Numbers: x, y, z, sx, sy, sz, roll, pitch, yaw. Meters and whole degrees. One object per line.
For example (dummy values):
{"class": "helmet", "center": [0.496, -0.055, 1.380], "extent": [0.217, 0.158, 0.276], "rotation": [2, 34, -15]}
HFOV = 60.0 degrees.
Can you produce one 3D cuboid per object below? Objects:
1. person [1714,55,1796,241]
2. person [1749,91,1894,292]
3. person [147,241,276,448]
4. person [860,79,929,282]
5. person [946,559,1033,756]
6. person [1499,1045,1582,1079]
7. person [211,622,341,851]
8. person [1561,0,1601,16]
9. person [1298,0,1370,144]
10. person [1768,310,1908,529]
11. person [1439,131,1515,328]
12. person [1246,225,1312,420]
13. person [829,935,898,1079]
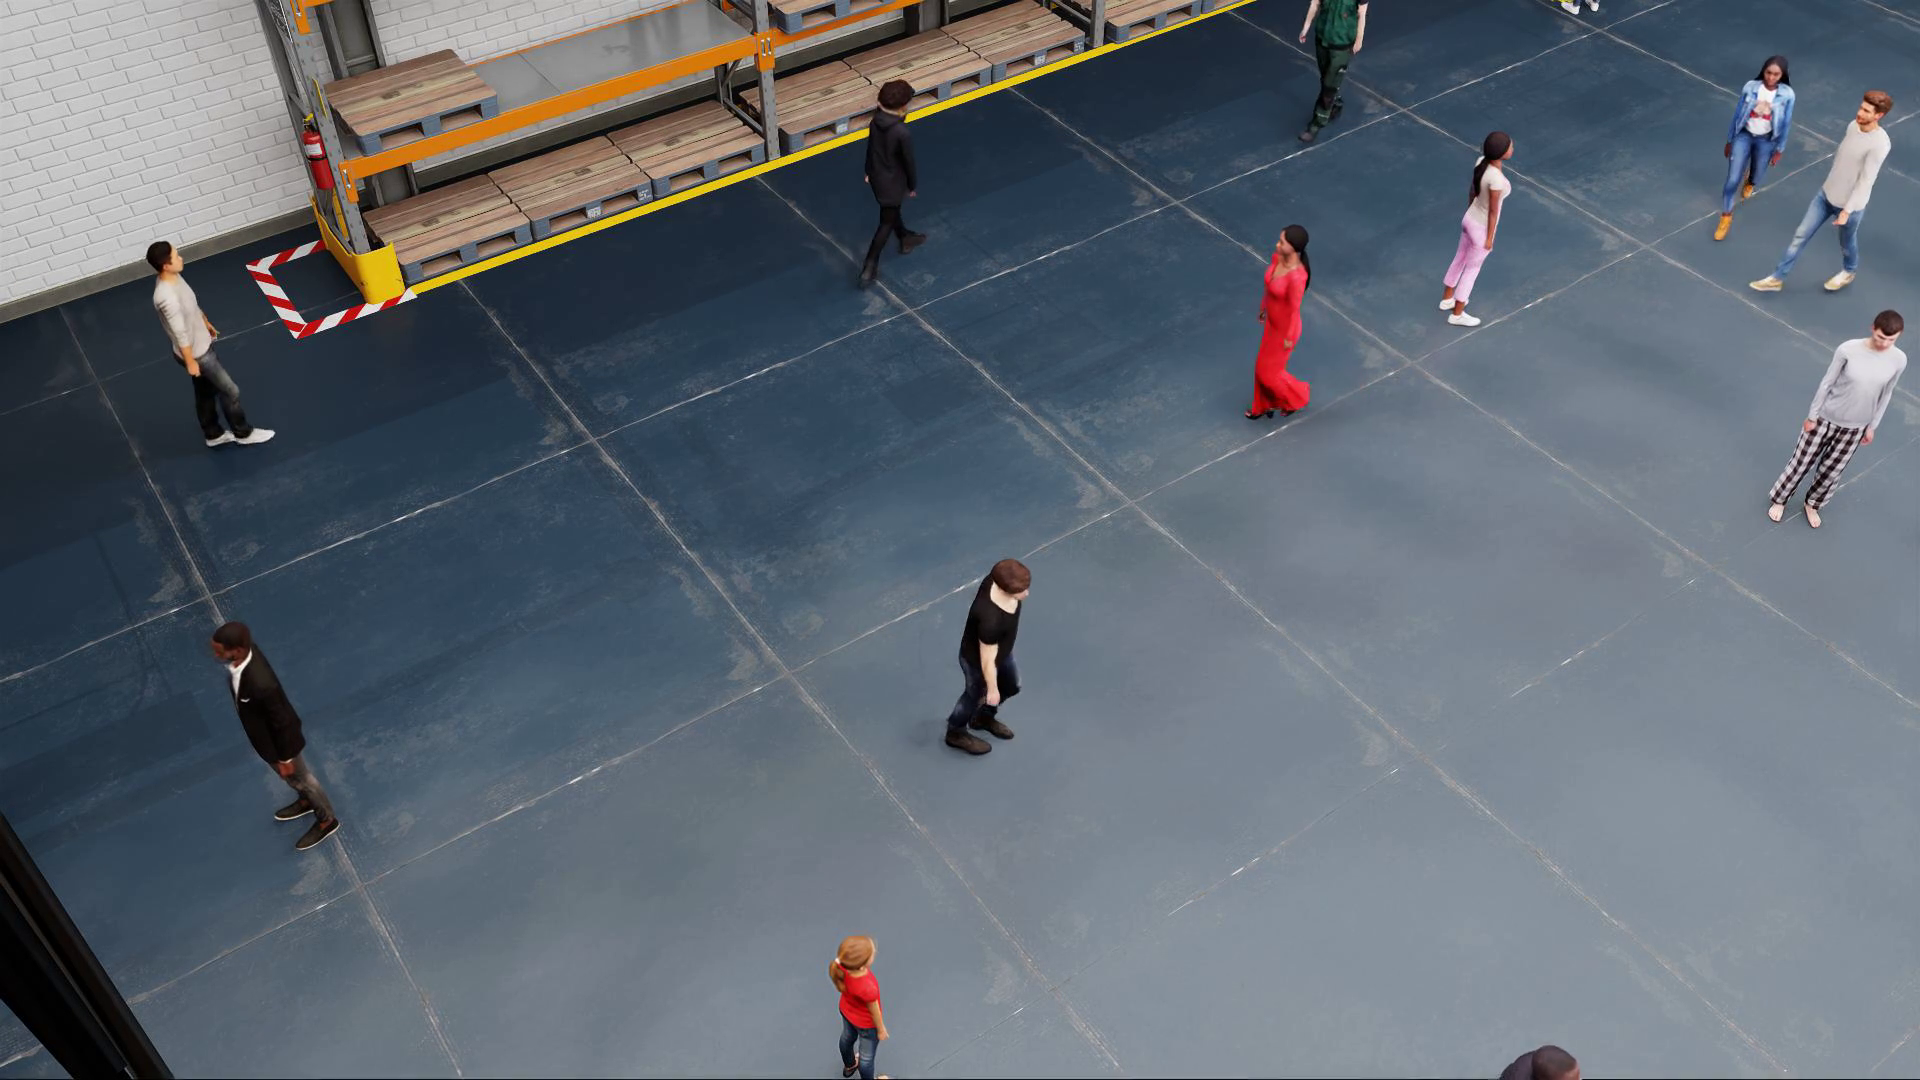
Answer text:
{"class": "person", "center": [7.031, -3.518, 14.708], "extent": [0.914, 1.691, 1.133], "rotation": [20, 47, 19]}
{"class": "person", "center": [7.452, -2.849, 13.883], "extent": [1.277, 1.860, 0.932], "rotation": [-11, 45, -11]}
{"class": "person", "center": [-5.803, -1.414, 12.417], "extent": [0.822, 1.805, 0.777], "rotation": [-15, 46, -15]}
{"class": "person", "center": [-0.659, -3.010, 14.140], "extent": [0.802, 1.739, 1.193], "rotation": [31, 52, 28]}
{"class": "person", "center": [0.098, 0.687, 10.185], "extent": [0.979, 1.842, 0.924], "rotation": [10, 44, 10]}
{"class": "person", "center": [2.488, 2.889, 7.912], "extent": [1.148, 1.790, 1.199], "rotation": [18, 46, 18]}
{"class": "person", "center": [-4.025, 1.120, 9.760], "extent": [0.564, 1.802, 0.661], "rotation": [-29, 51, -27]}
{"class": "person", "center": [6.871, -6.505, 17.814], "extent": [0.571, 1.733, 0.729], "rotation": [-11, 45, -12]}
{"class": "person", "center": [3.639, -4.811, 15.944], "extent": [0.845, 1.860, 1.168], "rotation": [34, 53, 31]}
{"class": "person", "center": [6.265, -0.877, 11.824], "extent": [0.704, 1.846, 0.736], "rotation": [12, 45, 12]}
{"class": "person", "center": [4.263, -2.577, 13.685], "extent": [0.658, 1.741, 0.659], "rotation": [-5, 44, -6]}
{"class": "person", "center": [2.516, -1.615, 12.650], "extent": [0.819, 1.774, 0.746], "rotation": [-11, 45, -11]}
{"class": "person", "center": [-0.529, 2.470, 8.699], "extent": [0.492, 1.310, 0.500], "rotation": [-29, 51, -27]}
